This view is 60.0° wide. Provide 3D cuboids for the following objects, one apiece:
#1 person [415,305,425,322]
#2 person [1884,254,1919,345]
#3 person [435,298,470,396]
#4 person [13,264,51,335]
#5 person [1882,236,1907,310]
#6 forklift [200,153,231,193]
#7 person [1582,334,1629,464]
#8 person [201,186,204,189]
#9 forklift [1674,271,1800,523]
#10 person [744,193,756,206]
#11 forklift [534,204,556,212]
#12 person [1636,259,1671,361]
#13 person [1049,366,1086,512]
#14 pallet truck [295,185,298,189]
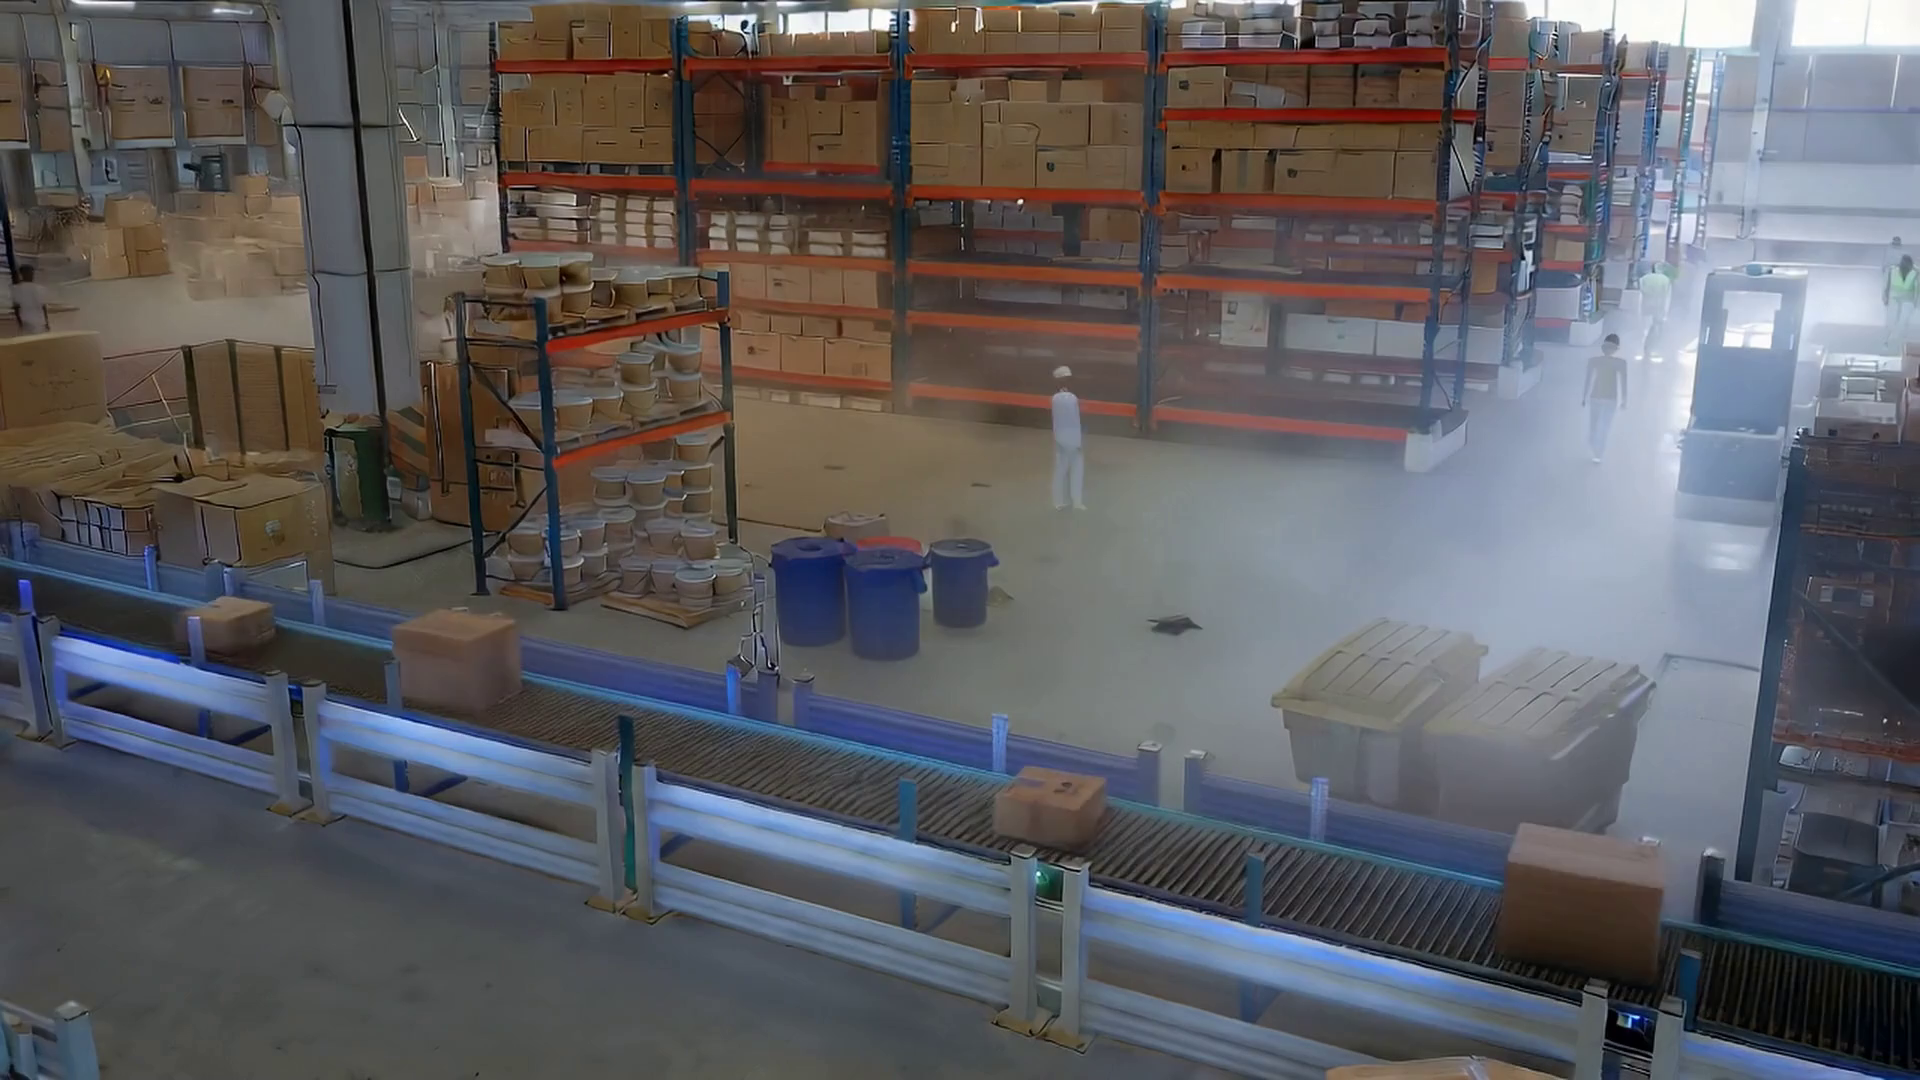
[{"bbox_3d":[-12.082,-5.583,35.947,0.829,1.919,0.634,-7,16,-24],"label":"person"},{"bbox_3d":[18.791,-4.790,33.186,0.631,1.789,0.945,10,18,32],"label":"person"},{"bbox_3d":[-8.375,-3.190,27.533,0.526,1.598,0.813,-14,20,-43],"label":"person"},{"bbox_3d":[-16.666,-3.962,29.815,0.601,1.932,0.698,2,15,6],"label":"person"},{"bbox_3d":[21.857,-6.274,38.957,0.501,1.708,0.875,8,17,28],"label":"person"},{"bbox_3d":[-27.439,-12.865,61.464,1.873,2.768,1.129,8,17,28],"label":"forklift"},{"bbox_3d":[8.753,-1.925,22.526,0.545,1.723,0.861,9,17,29],"label":"person"},{"bbox_3d":[-28.730,-12.900,63.471,0.523,1.891,0.640,0,15,1],"label":"person"},{"bbox_3d":[9.269,-1.763,19.726,1.129,2.768,1.873,8,17,27],"label":"forklift"},{"bbox_3d":[-6.799,-10.559,54.810,0.643,1.823,0.491,6,16,21],"label":"person"},{"bbox_3d":[-8.057,-5.442,33.559,1.873,2.768,1.129,8,17,28],"label":"forklift"},{"bbox_3d":[13.024,-4.306,31.177,0.399,1.899,0.646,-9,17,-30],"label":"person"},{"bbox_3d":[1.251,-1.186,19.792,0.368,1.722,0.612,-12,19,-37],"label":"person"},{"bbox_3d":[-26.804,-14.617,69.738,1.885,1.965,0.823,-14,20,-42],"label":"pallet truck"}]
